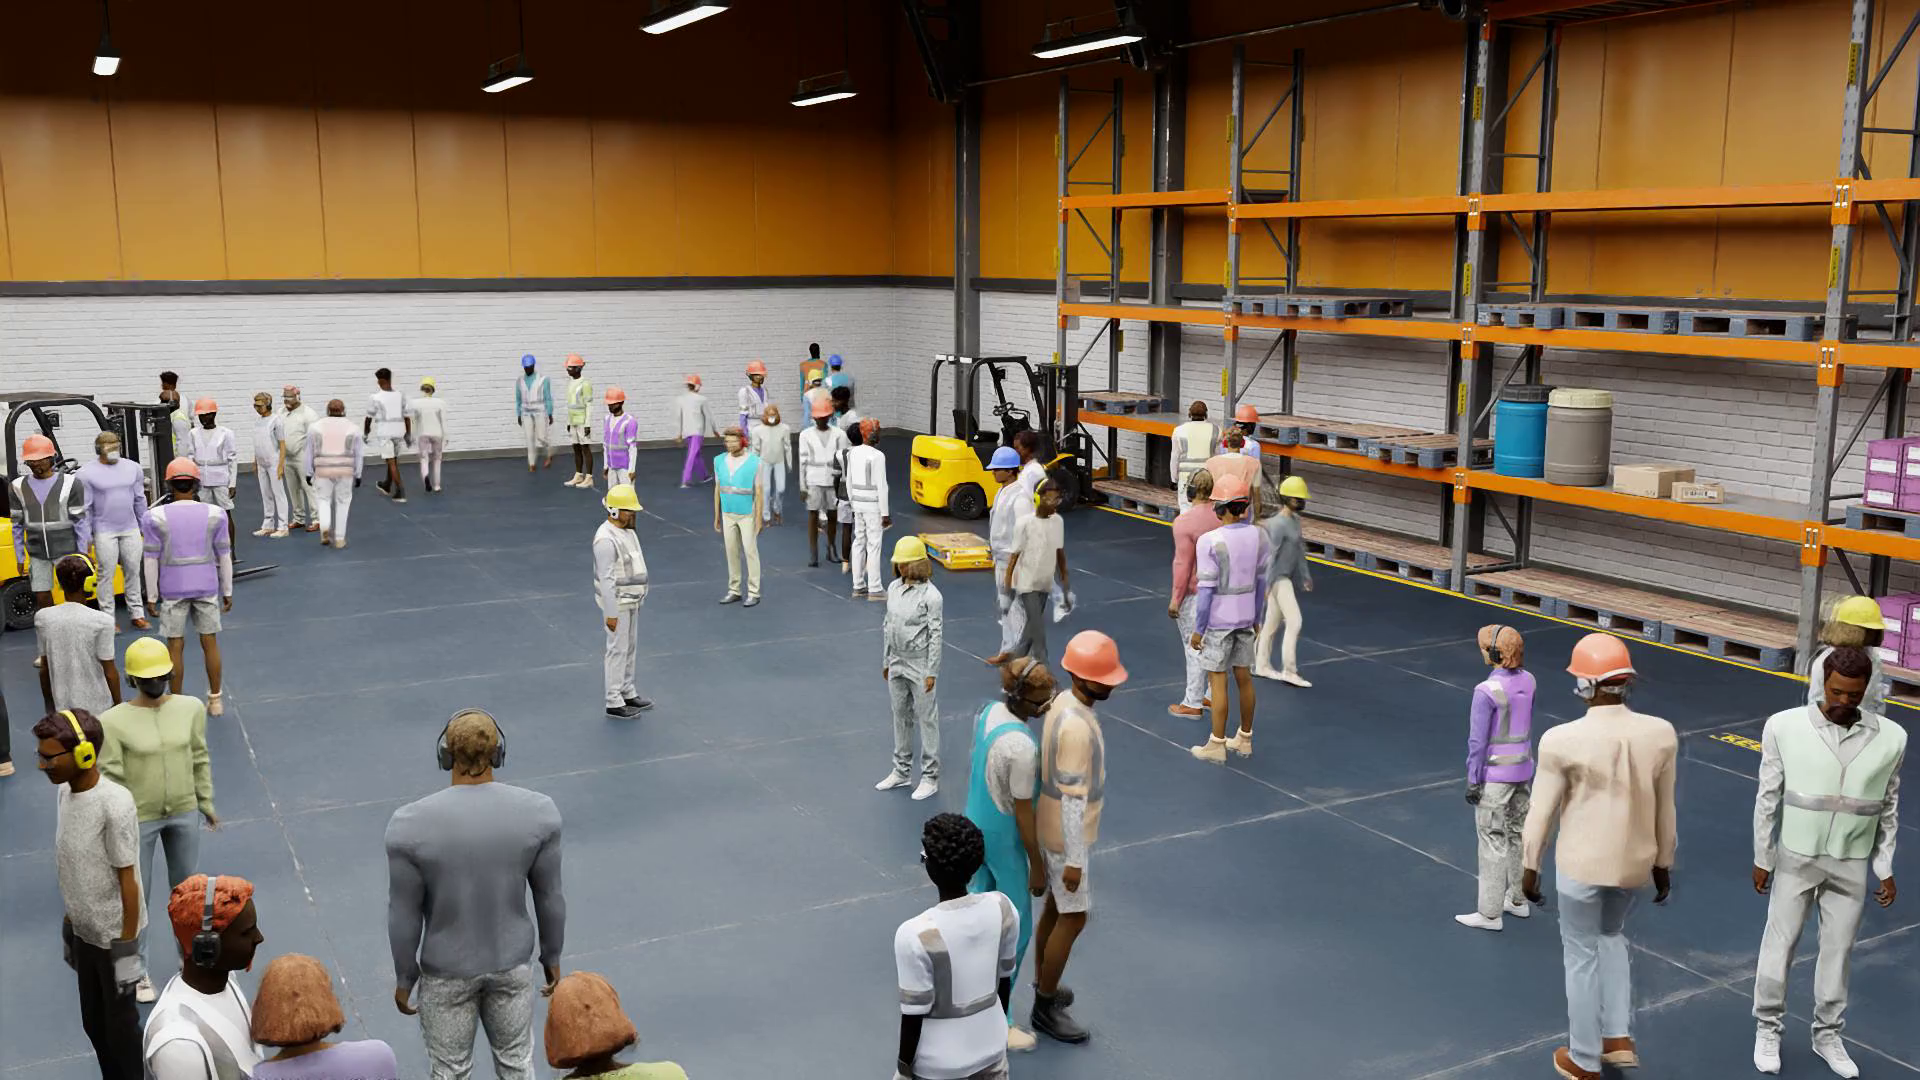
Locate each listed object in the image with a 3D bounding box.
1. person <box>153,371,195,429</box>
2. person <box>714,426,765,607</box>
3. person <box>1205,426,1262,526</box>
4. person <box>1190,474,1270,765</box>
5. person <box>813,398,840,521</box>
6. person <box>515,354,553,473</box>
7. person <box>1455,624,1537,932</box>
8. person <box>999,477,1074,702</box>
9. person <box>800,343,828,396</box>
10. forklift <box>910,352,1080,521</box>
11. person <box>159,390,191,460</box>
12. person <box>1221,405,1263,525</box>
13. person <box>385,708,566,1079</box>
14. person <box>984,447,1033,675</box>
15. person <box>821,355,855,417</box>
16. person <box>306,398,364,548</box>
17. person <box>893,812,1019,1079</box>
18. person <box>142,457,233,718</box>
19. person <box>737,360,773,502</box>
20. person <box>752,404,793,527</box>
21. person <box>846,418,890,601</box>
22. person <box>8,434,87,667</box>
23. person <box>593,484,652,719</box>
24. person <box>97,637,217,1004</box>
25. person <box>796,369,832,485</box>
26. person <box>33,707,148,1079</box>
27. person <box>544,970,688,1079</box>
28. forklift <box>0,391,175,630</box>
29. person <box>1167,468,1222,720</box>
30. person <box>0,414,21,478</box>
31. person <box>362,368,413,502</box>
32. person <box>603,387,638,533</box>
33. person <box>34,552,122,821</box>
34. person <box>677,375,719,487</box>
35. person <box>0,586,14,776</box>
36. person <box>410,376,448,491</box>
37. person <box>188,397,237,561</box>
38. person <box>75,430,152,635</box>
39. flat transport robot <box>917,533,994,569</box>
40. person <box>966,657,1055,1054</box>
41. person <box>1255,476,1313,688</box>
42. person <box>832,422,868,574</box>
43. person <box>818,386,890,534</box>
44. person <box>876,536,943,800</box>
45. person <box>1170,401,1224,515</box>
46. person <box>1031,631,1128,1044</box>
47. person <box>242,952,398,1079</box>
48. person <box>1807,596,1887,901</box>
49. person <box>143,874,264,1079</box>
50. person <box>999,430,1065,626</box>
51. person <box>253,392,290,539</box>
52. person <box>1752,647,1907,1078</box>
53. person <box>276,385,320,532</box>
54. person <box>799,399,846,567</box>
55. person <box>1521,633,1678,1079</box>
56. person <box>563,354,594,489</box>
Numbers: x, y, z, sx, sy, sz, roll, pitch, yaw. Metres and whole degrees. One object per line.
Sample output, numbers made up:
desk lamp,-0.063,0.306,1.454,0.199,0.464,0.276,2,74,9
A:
person,-10.759,-1.338,22.791,0.366,1.963,0.613,5,11,26
person,-2.229,-0.247,16.886,0.561,1.836,0.399,4,11,23
person,2.732,-0.215,16.693,0.562,1.838,0.387,2,10,9
person,1.869,0.554,11.668,0.607,2.044,0.374,-6,12,-32
person,-1.744,-1.092,22.293,0.515,1.645,0.309,-10,14,-44
person,-6.910,-2.061,27.016,0.647,1.938,0.547,2,10,9
person,2.868,1.254,8.833,0.514,1.631,0.318,-8,13,-40
person,0.656,0.417,13.126,0.524,1.814,0.948,-10,14,-44
person,-2.644,-2.630,30.352,0.589,1.922,0.393,5,11,26
forklift,0.460,-1.461,22.833,2.313,2.155,1.214,-5,11,-28
person,-9.964,-0.986,21.111,0.429,1.843,0.631,-7,12,-35
person,3.065,-0.488,17.970,0.362,1.935,0.553,-7,12,-35
person,-1.775,1.570,6.161,0.635,1.929,0.381,-5,11,-26
person,0.419,0.173,14.133,0.406,1.945,0.613,-3,10,-18
person,-2.012,-2.085,27.289,0.612,1.893,1.008,-4,11,-20
person,-7.538,-0.792,20.087,0.668,1.816,0.525,-3,10,-16
person,-0.023,1.761,5.713,0.541,1.695,0.316,-9,13,-43
person,-5.904,0.376,12.740,0.617,2.029,0.409,-6,12,-32
person,-2.885,-1.528,23.648,0.383,2.045,0.605,6,12,31
person,-2.448,-0.967,21.661,0.539,1.609,0.397,-2,10,-14
person,-0.929,-0.318,17.143,0.345,1.882,0.584,-9,13,-41
person,-7.835,0.101,14.324,0.601,2.035,0.408,-2,10,-12
person,-2.601,0.470,12.801,0.403,1.819,0.601,1,10,5
person,-3.855,1.326,8.020,0.325,1.767,0.532,8,13,40
person,-2.237,-1.701,25.321,0.600,1.808,0.721,-8,13,-39
person,-3.344,1.554,6.464,0.528,1.857,0.332,7,12,37
person,-0.955,1.992,4.598,0.529,1.615,0.509,-3,10,-15
forklift,-9.026,-0.363,16.508,1.214,2.155,2.313,6,11,29
person,1.842,0.412,12.786,0.627,1.941,0.373,-8,13,-40
person,-11.993,-0.925,20.713,0.328,1.861,0.513,9,13,42
person,-8.313,-1.530,24.064,1.020,1.900,0.611,8,13,38
person,-4.215,-0.929,20.540,0.546,1.929,0.390,8,12,37
person,-5.084,0.996,9.660,0.511,1.862,0.324,2,10,9
person,-4.017,-1.676,25.470,0.573,1.702,0.874,7,12,36
person,-6.816,0.613,11.336,0.537,2.000,0.687,-7,12,-36
person,-7.864,-1.551,24.661,0.533,1.739,0.654,-2,10,-14
person,-8.536,-0.665,18.988,0.548,1.937,0.358,0,10,1
person,-7.931,-0.073,15.613,0.379,1.931,0.635,8,13,38
flat transport robot,-0.019,0.106,19.338,0.652,0.197,1.431,-3,10,-17
person,0.186,1.386,7.604,0.346,1.803,0.671,-4,11,-21
person,2.749,0.339,13.767,0.669,1.742,0.540,4,11,23
person,-1.151,-0.464,18.520,0.539,1.695,0.319,2,10,9
person,-1.379,-1.010,21.123,1.072,1.887,0.698,-2,10,-11
person,-0.326,0.829,10.948,0.486,1.744,0.296,9,13,41
person,2.788,-0.722,19.595,0.637,1.842,0.429,0,10,2
person,0.535,1.325,7.629,0.421,1.914,0.675,0,10,0
person,-1.835,1.962,4.742,0.506,1.632,0.290,-5,11,-29
person,4.867,1.151,9.156,0.492,1.728,0.436,-6,11,-30
person,-2.086,1.848,4.694,0.358,1.880,0.575,-2,10,-13
person,0.705,-0.101,15.836,0.597,1.904,0.616,-1,10,-5
person,-8.651,-0.935,20.821,0.504,1.842,0.345,5,11,27
person,3.764,1.386,7.255,0.587,1.913,0.390,2,10,9
person,-8.495,-1.044,21.325,0.661,1.895,0.405,5,11,26
person,-1.553,-0.647,18.988,0.554,1.918,0.580,-3,10,-15
person,2.730,1.374,7.136,0.643,1.971,0.460,-1,10,-9
person,-5.790,-1.796,25.196,0.394,2.044,0.609,-9,13,-43
